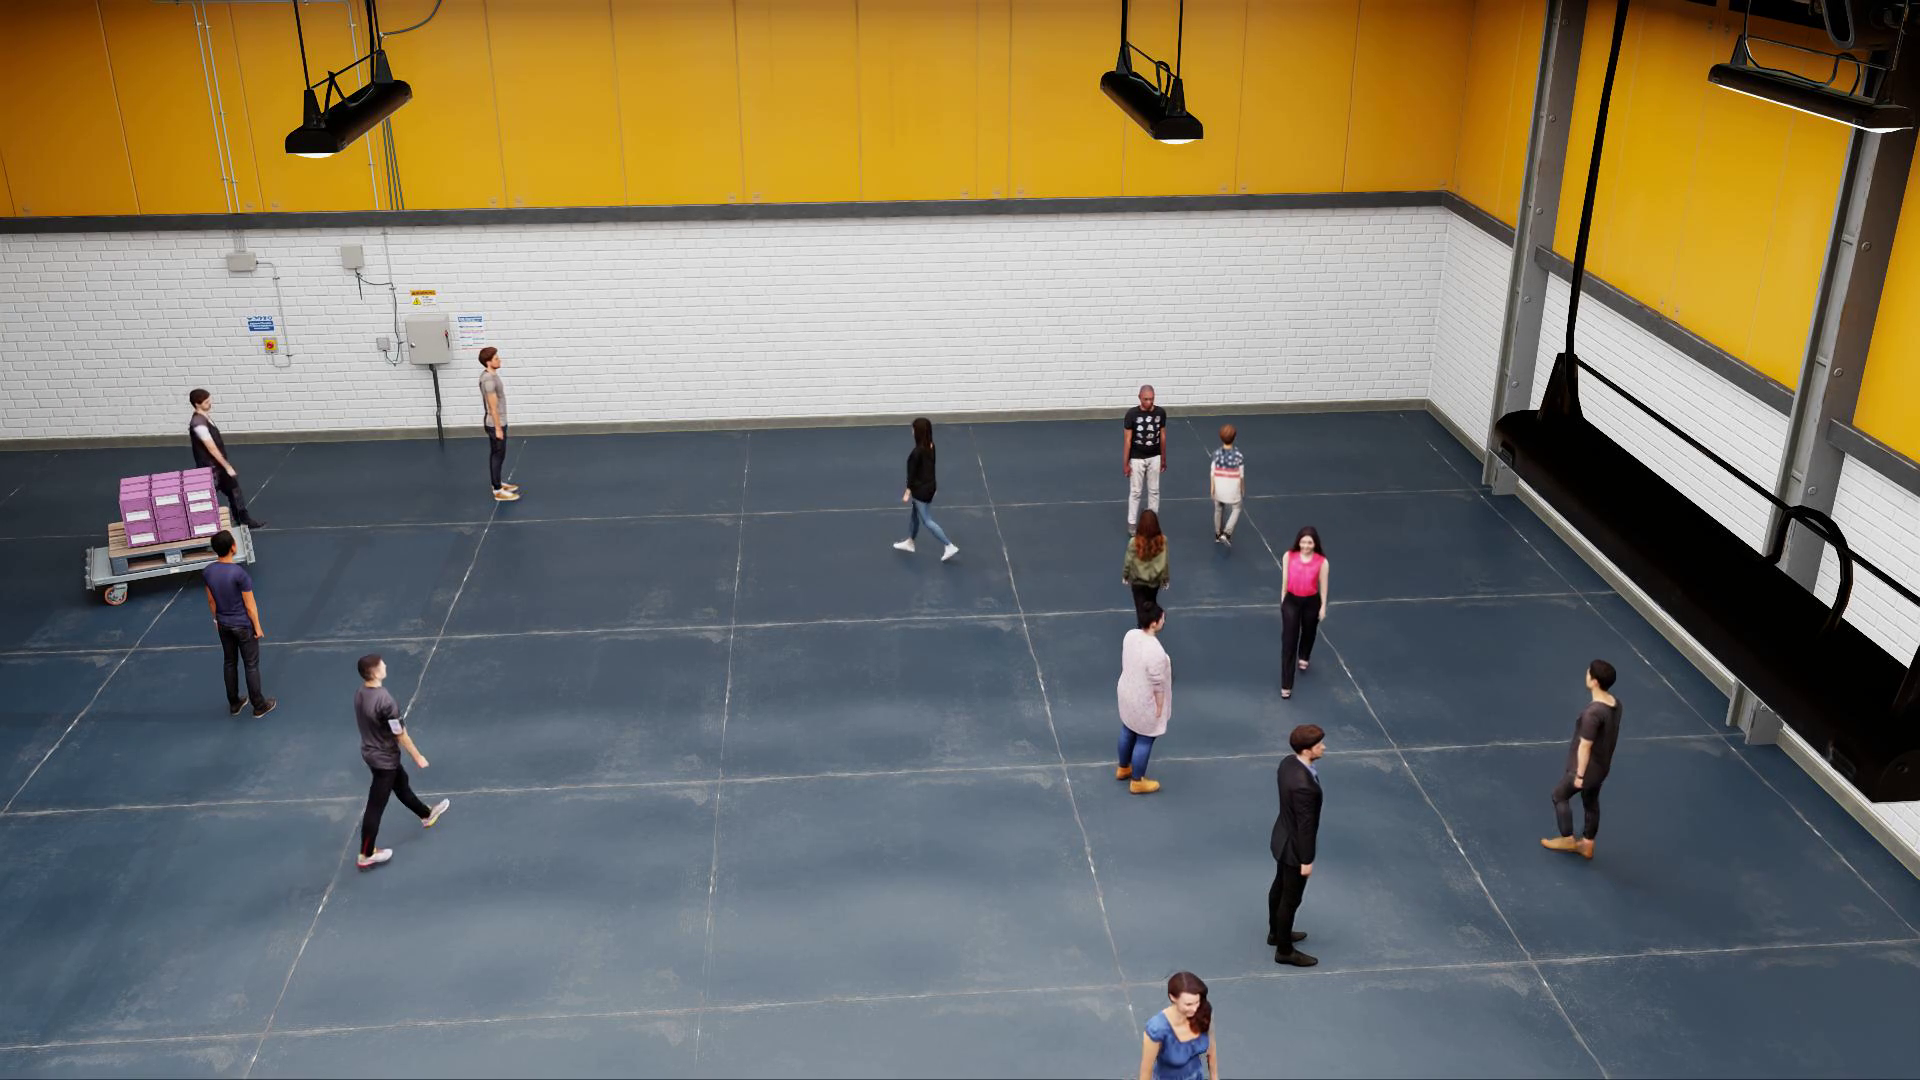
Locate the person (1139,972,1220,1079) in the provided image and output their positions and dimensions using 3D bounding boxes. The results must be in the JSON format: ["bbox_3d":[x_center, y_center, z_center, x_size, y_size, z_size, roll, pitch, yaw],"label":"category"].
[{"bbox_3d":[1.182,3.183,9.597,0.817,1.790,0.877,-19,30,-36],"label":"person"}]

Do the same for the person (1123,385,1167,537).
[{"bbox_3d":[2.108,-0.930,18.993,0.684,1.801,0.646,-5,24,-10],"label":"person"}]

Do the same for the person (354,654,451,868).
[{"bbox_3d":[-4.567,1.752,12.957,1.135,1.721,1.146,22,32,40],"label":"person"}]

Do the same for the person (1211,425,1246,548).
[{"bbox_3d":[3.006,-0.593,18.684,0.735,1.432,0.852,9,25,20],"label":"person"}]

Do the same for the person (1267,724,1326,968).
[{"bbox_3d":[2.383,2.145,11.843,0.749,1.894,0.539,-1,24,-2],"label":"person"}]

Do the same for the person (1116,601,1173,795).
[{"bbox_3d":[1.517,1.302,13.961,0.827,1.742,0.694,-11,26,-24],"label":"person"}]

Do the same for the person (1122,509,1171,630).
[{"bbox_3d":[1.847,0.439,16.310,0.643,1.442,0.934,-3,24,-8],"label":"person"}]

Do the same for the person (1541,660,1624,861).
[{"bbox_3d":[4.971,1.759,12.964,0.753,1.702,0.786,-18,29,-35],"label":"person"}]

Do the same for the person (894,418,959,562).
[{"bbox_3d":[-0.348,-0.532,18.312,0.952,1.618,1.071,9,25,21],"label":"person"}]

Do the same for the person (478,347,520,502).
[{"bbox_3d":[-5.580,-1.412,19.981,0.752,1.893,0.537,-6,24,-14],"label":"person"}]

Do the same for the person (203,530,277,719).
[{"bbox_3d":[-6.598,0.768,15.127,0.691,1.788,0.647,5,24,11],"label":"person"}]

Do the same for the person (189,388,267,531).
[{"bbox_3d":[-8.527,-0.813,18.703,0.800,1.818,0.913,-7,25,-15],"label":"person"}]

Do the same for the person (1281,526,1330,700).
[{"bbox_3d":[3.234,0.616,15.687,0.839,1.616,1.185,6,24,13],"label":"person"}]
